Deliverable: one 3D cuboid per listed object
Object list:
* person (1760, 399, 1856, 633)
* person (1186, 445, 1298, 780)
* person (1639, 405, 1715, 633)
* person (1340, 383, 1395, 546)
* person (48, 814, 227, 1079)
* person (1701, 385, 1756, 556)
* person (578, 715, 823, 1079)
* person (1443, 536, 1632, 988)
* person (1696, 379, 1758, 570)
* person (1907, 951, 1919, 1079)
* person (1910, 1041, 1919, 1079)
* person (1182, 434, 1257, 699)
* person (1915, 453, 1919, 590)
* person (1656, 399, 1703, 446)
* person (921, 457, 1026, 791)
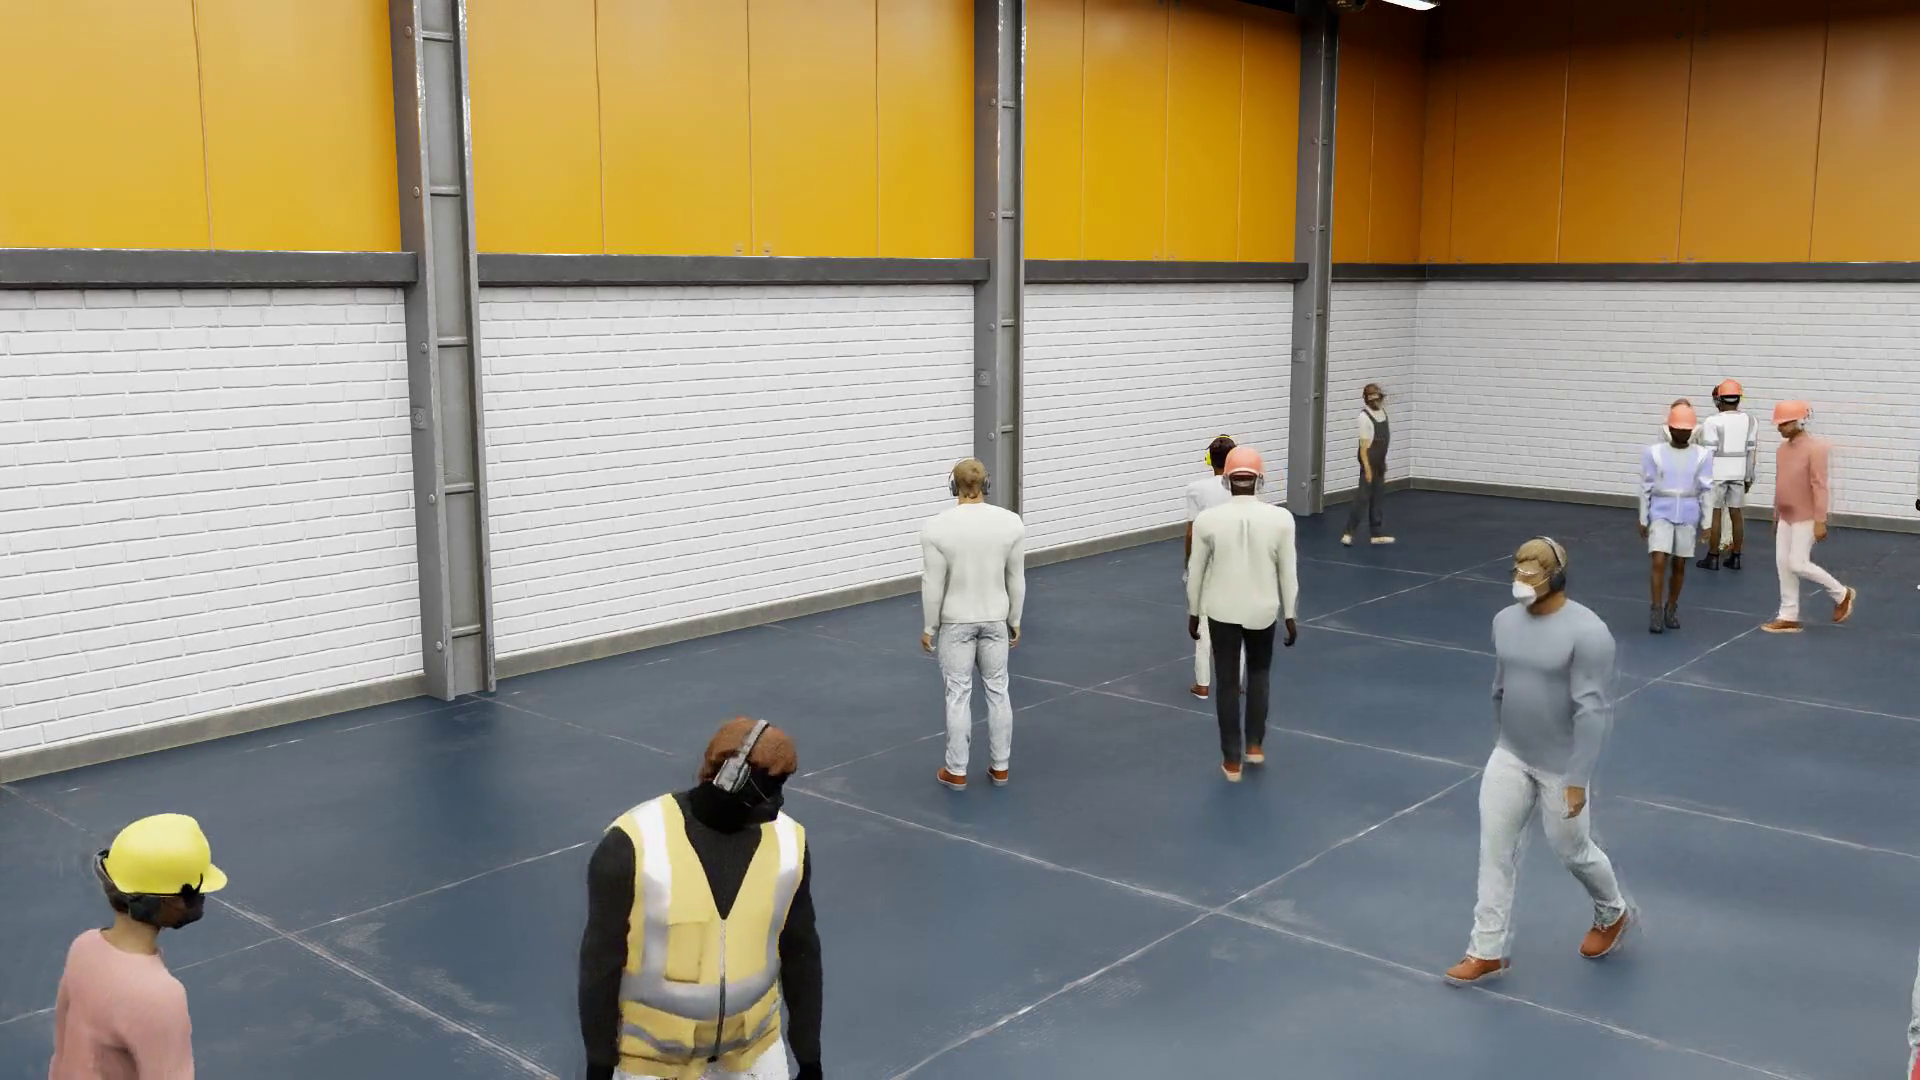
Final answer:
[{"bbox_3d":[7.026,-0.189,13.800,0.692,1.958,0.657,-1,9,-5],"label":"person"},{"bbox_3d":[1.672,0.415,9.944,0.653,1.973,0.634,1,9,5],"label":"person"},{"bbox_3d":[5.953,-0.160,13.805,0.554,1.905,0.810,2,9,14],"label":"person"},{"bbox_3d":[4.500,-0.822,18.277,0.376,1.808,0.684,8,12,40],"label":"person"},{"bbox_3d":[-1.987,1.498,3.970,0.926,1.713,0.551,-8,12,-42],"label":"person"},{"bbox_3d":[8.141,-0.740,17.684,0.562,1.815,0.816,7,11,37],"label":"person"},{"bbox_3d":[-0.681,1.375,4.510,0.694,1.811,0.435,-4,10,-25],"label":"person"},{"bbox_3d":[2.513,0.917,7.042,0.947,1.911,0.631,-5,11,-31],"label":"person"},{"bbox_3d":[7.730,-0.656,16.818,0.553,1.929,0.365,-1,9,-6],"label":"person"},{"bbox_3d":[3.632,1.179,5.887,0.294,1.744,0.486,-1,9,-7],"label":"person"},{"bbox_3d":[3.199,1.305,5.151,0.895,1.711,0.543,-1,9,-6],"label":"person"},{"bbox_3d":[1.828,0.190,11.701,0.530,1.871,0.323,1,9,4],"label":"person"},{"bbox_3d":[9.245,-0.446,15.514,0.588,1.927,0.370,4,10,24],"label":"person"},{"bbox_3d":[8.037,-0.772,18.580,0.523,1.595,0.772,6,11,34],"label":"person"},{"bbox_3d":[0.071,0.488,9.636,0.627,1.934,0.370,-3,9,-16],"label":"person"}]
